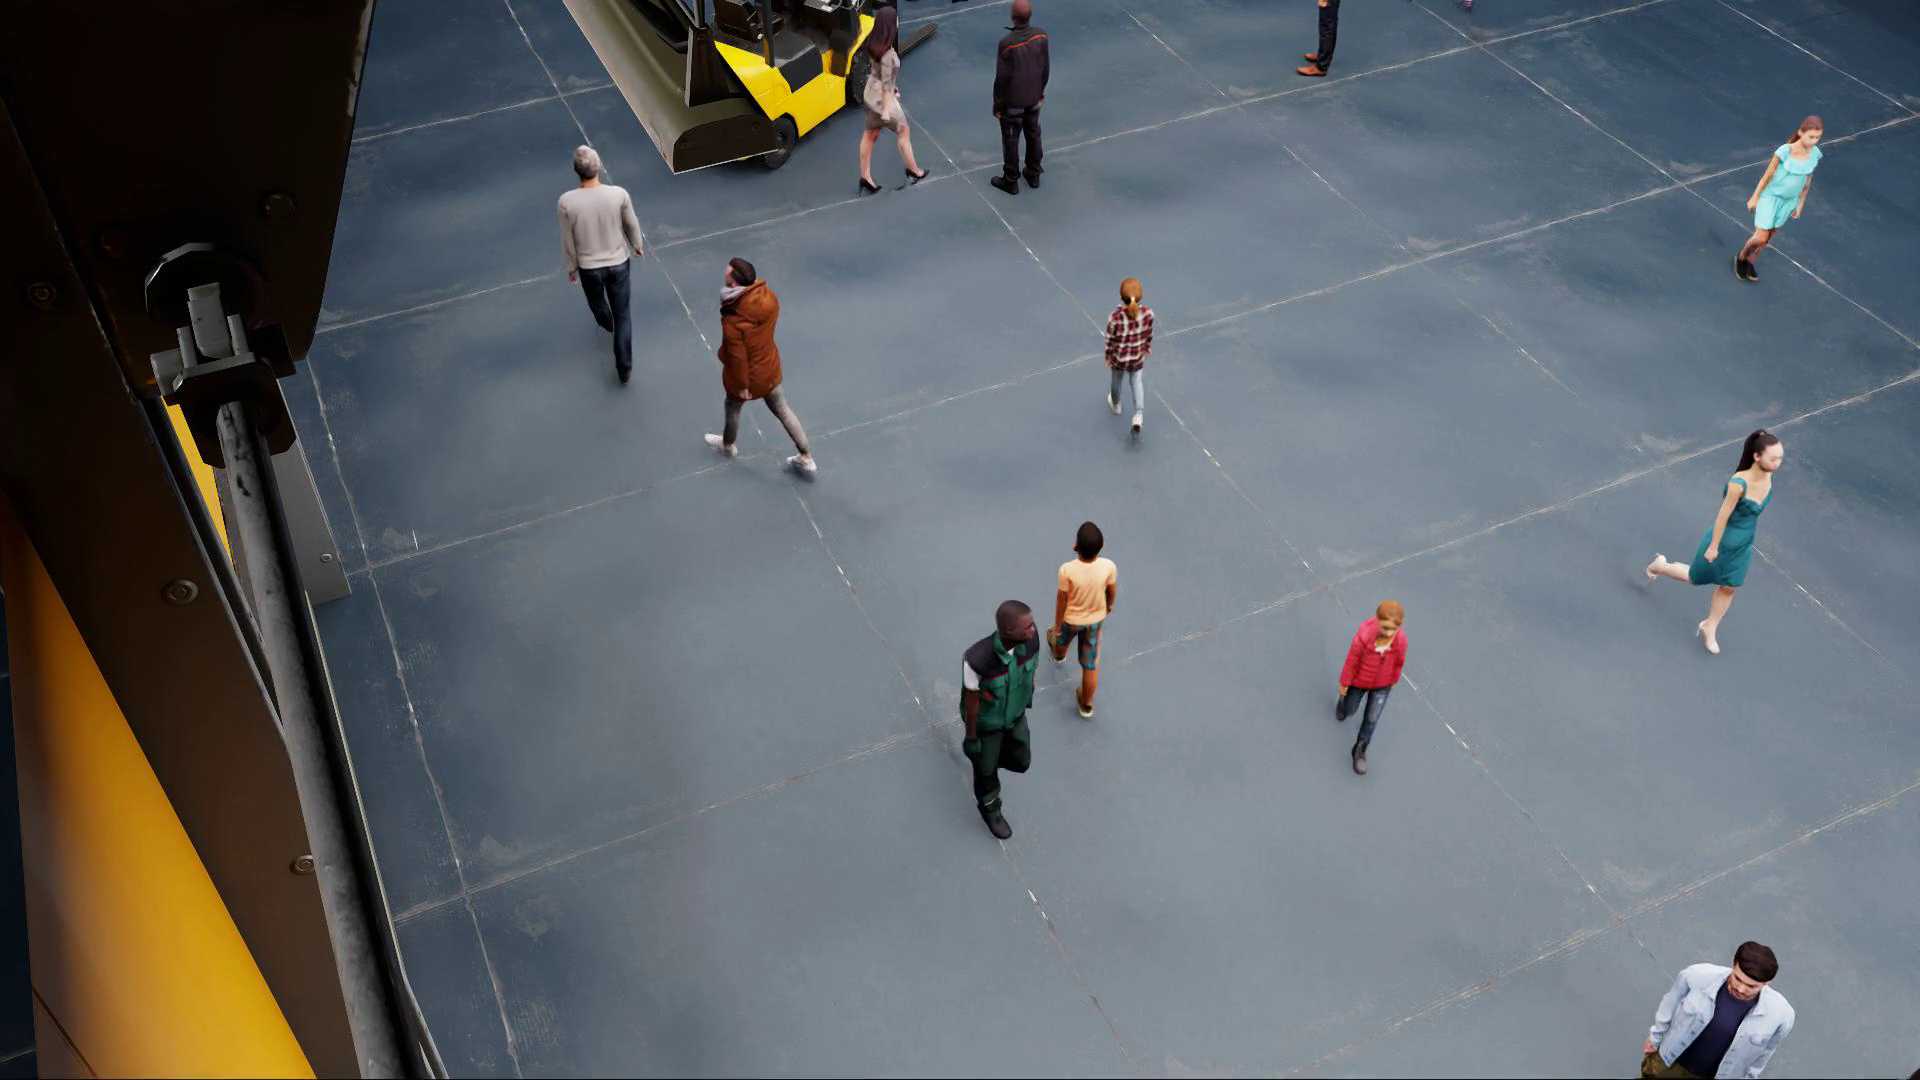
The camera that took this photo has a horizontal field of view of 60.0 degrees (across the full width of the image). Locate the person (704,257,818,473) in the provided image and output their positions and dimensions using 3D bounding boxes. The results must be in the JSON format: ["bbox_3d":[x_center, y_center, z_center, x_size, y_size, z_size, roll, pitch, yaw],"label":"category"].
[{"bbox_3d":[-1.385,-1.180,11.860,1.283,1.792,1.100,24,48,23],"label":"person"}]

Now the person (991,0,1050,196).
[{"bbox_3d":[0.543,-3.924,14.720,0.703,1.820,0.604,-21,47,-20],"label":"person"}]

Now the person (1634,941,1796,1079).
[{"bbox_3d":[3.556,2.483,8.001,0.703,1.811,0.818,23,48,22],"label":"person"}]

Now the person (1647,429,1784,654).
[{"bbox_3d":[4.896,-0.033,10.748,0.566,1.665,0.935,-17,46,-17],"label":"person"}]

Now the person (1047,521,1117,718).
[{"bbox_3d":[0.777,0.526,10.324,0.736,1.439,0.992,-5,44,-5],"label":"person"}]

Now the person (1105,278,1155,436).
[{"bbox_3d":[1.276,-1.369,12.420,0.682,1.293,0.893,-6,44,-6],"label":"person"}]

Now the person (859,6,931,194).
[{"bbox_3d":[-0.769,-3.833,14.704,0.702,1.710,0.866,-20,47,-20],"label":"person"}]

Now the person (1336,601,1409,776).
[{"bbox_3d":[2.478,0.813,10.121,0.732,1.305,0.861,3,44,3],"label":"person"}]

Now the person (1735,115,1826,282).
[{"bbox_3d":[6.770,-2.871,13.813,0.659,1.546,0.683,-1,44,-1],"label":"person"}]

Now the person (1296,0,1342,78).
[{"bbox_3d":[3.666,-5.456,16.342,0.815,1.800,0.763,16,46,16],"label":"person"}]

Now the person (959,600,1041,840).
[{"bbox_3d":[0.167,0.946,9.605,0.778,1.824,0.891,-22,48,-21],"label":"person"}]

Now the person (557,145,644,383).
[{"bbox_3d":[-2.713,-2.048,12.726,0.924,1.854,1.257,-10,44,-10],"label":"person"}]
